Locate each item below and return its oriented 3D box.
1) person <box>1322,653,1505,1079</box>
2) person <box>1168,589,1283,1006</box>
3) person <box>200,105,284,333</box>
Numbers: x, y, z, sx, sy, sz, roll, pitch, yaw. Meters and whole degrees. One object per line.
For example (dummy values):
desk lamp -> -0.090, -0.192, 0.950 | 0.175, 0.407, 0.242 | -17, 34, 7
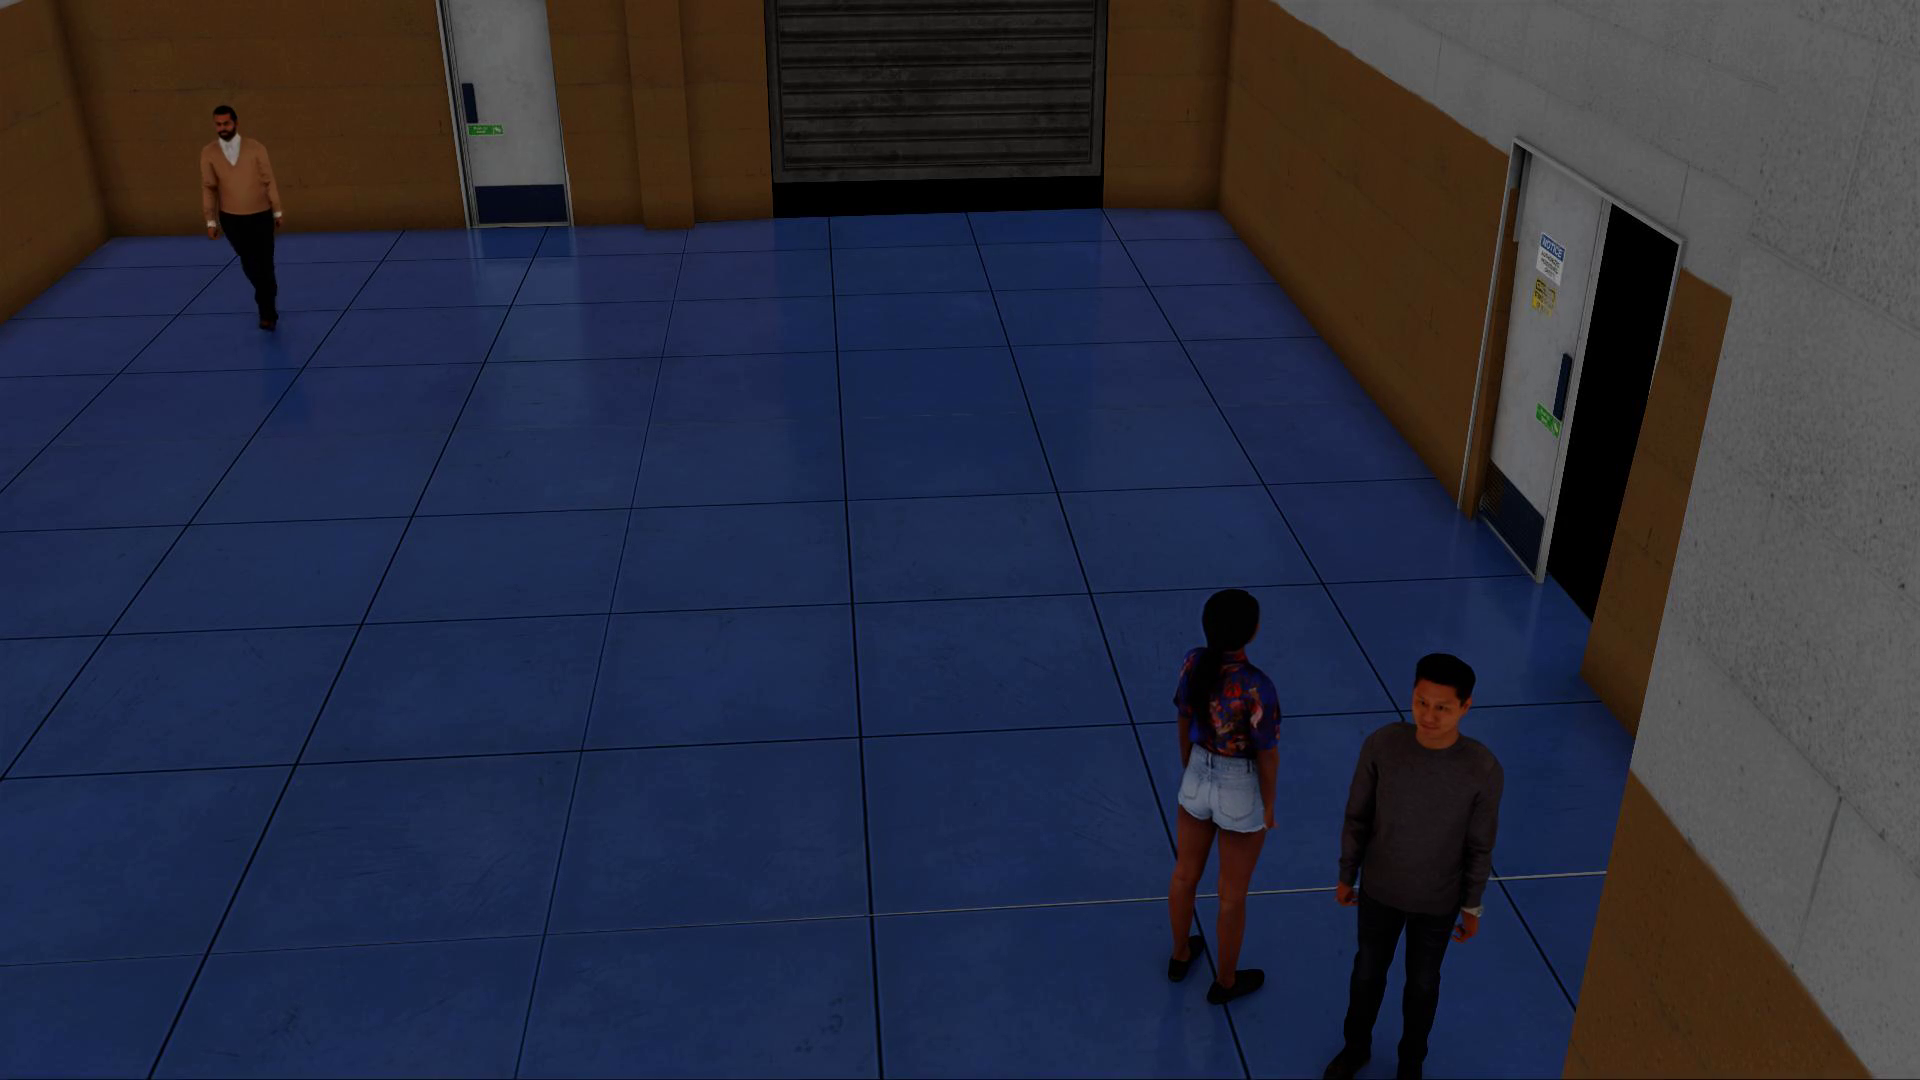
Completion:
person -> 1.545, 1.169, 5.664 | 0.650, 1.768, 0.779 | -9, 28, -17
person -> 0.964, 0.942, 6.139 | 0.665, 1.743, 0.714 | 23, 35, 37
person -> -5.555, -2.524, 12.998 | 1.039, 1.716, 0.789 | -5, 27, -10
